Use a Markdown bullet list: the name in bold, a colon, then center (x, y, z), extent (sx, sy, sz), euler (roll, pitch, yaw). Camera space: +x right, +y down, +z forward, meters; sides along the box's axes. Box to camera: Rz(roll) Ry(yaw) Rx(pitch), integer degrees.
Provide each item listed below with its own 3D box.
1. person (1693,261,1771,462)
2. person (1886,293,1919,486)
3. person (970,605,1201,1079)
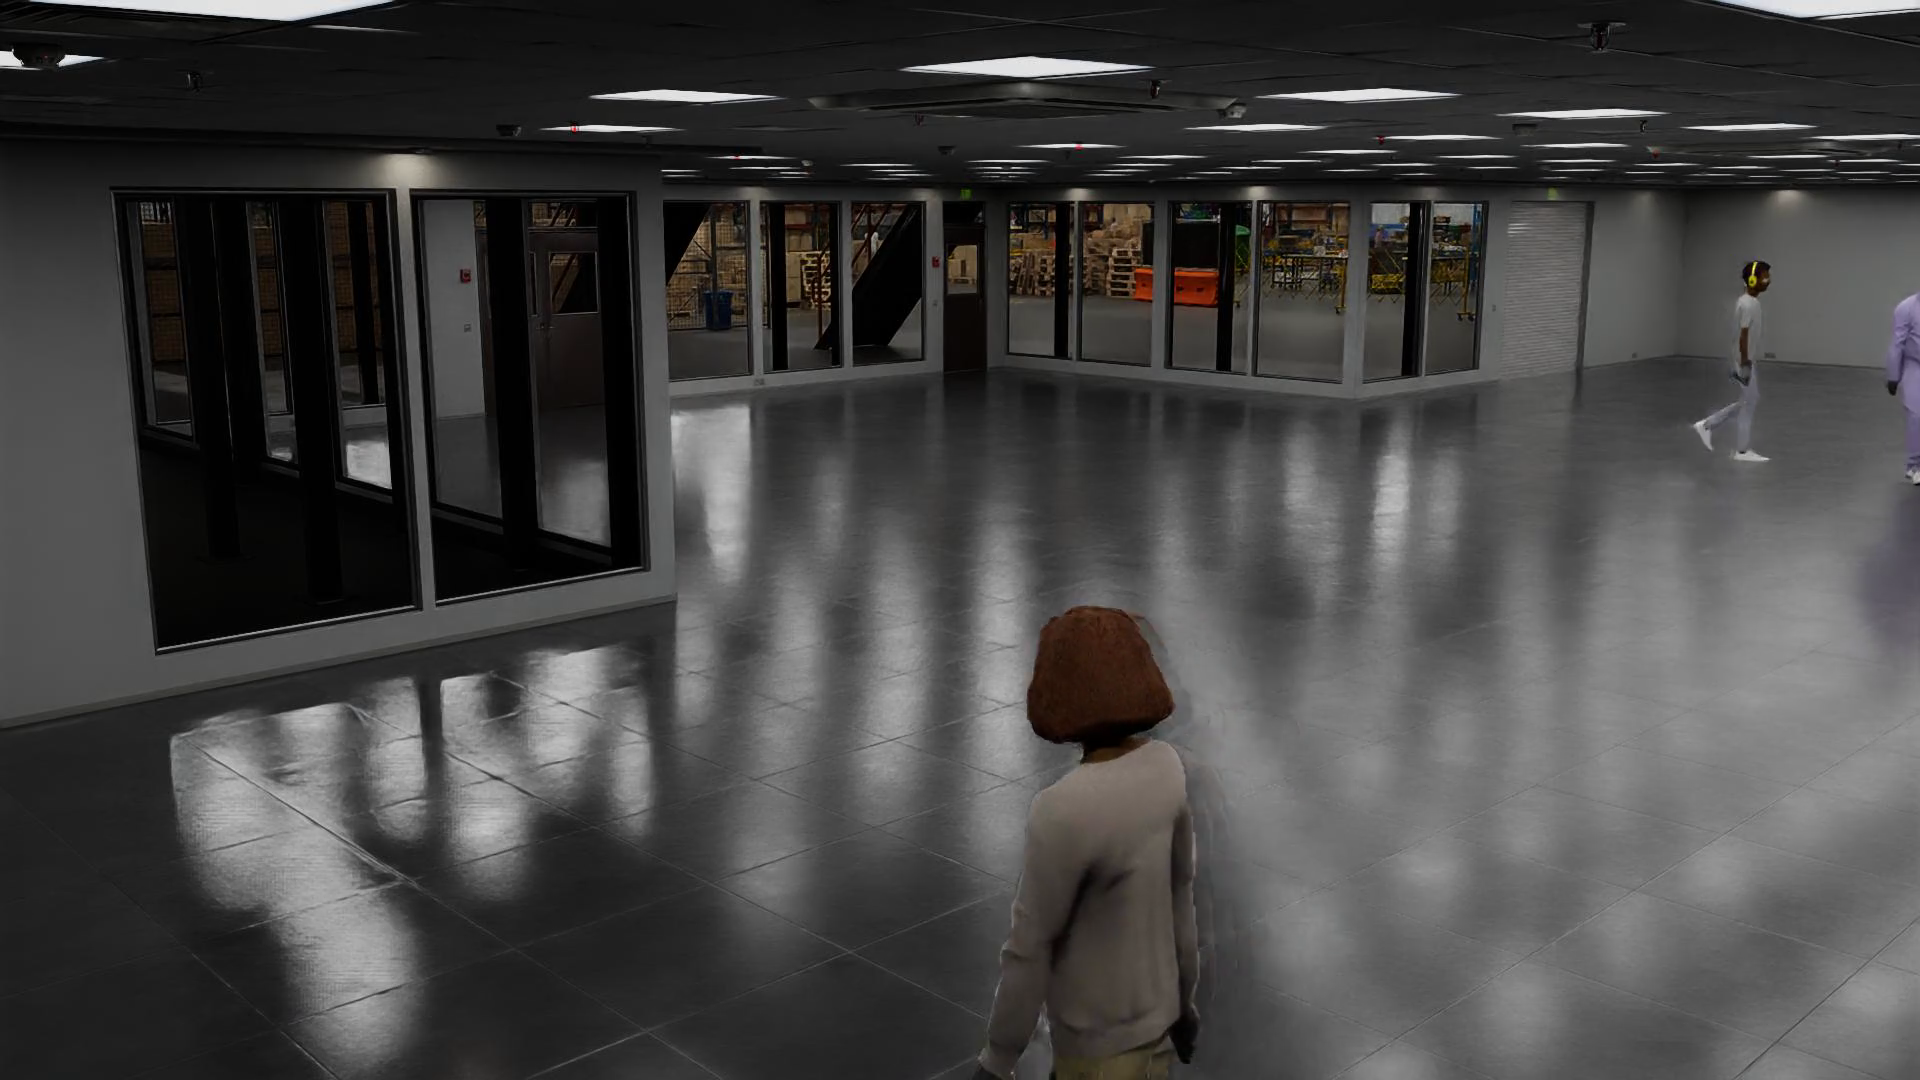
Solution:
- **person**: center (7.191, -1.643, 15.345), extent (0.602, 1.855, 0.516), euler (7, 13, 30)
- **person**: center (8.207, -1.373, 13.950), extent (0.647, 1.870, 0.925), euler (1, 11, 5)
- **person**: center (0.338, 0.922, 3.123), extent (0.763, 1.601, 0.502), euler (6, 13, 29)
